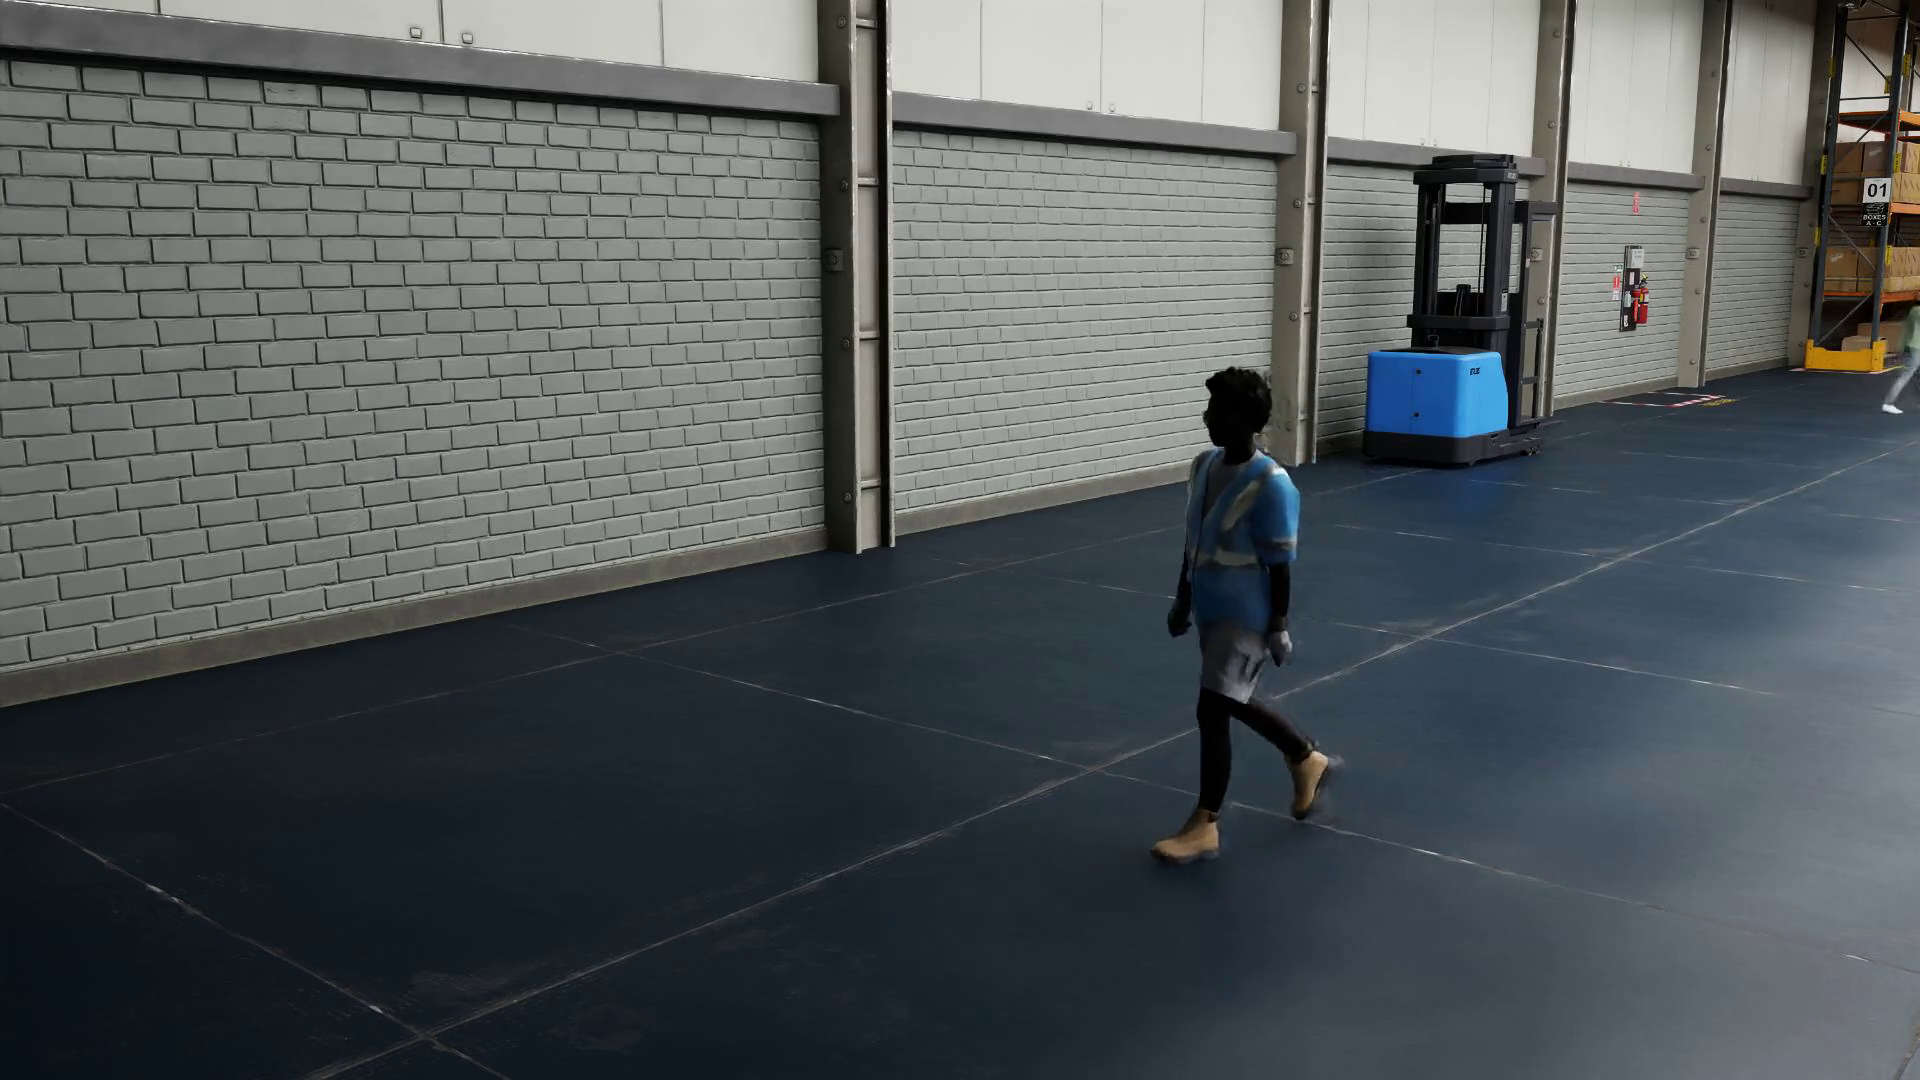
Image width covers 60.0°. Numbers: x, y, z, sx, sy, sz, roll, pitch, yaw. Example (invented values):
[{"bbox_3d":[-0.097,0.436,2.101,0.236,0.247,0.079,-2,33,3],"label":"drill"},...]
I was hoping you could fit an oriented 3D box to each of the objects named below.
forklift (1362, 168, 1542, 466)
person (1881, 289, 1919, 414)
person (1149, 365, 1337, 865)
[{"bbox_3d":[4.875,-2.212,16.287,1.129,2.768,1.873,8,13,40],"label":"forklift"},{"bbox_3d":[11.947,-2.367,20.719,0.845,1.591,0.505,1,10,7],"label":"person"},{"bbox_3d":[1.003,0.232,5.684,0.751,1.671,0.530,-4,11,-20],"label":"person"}]
